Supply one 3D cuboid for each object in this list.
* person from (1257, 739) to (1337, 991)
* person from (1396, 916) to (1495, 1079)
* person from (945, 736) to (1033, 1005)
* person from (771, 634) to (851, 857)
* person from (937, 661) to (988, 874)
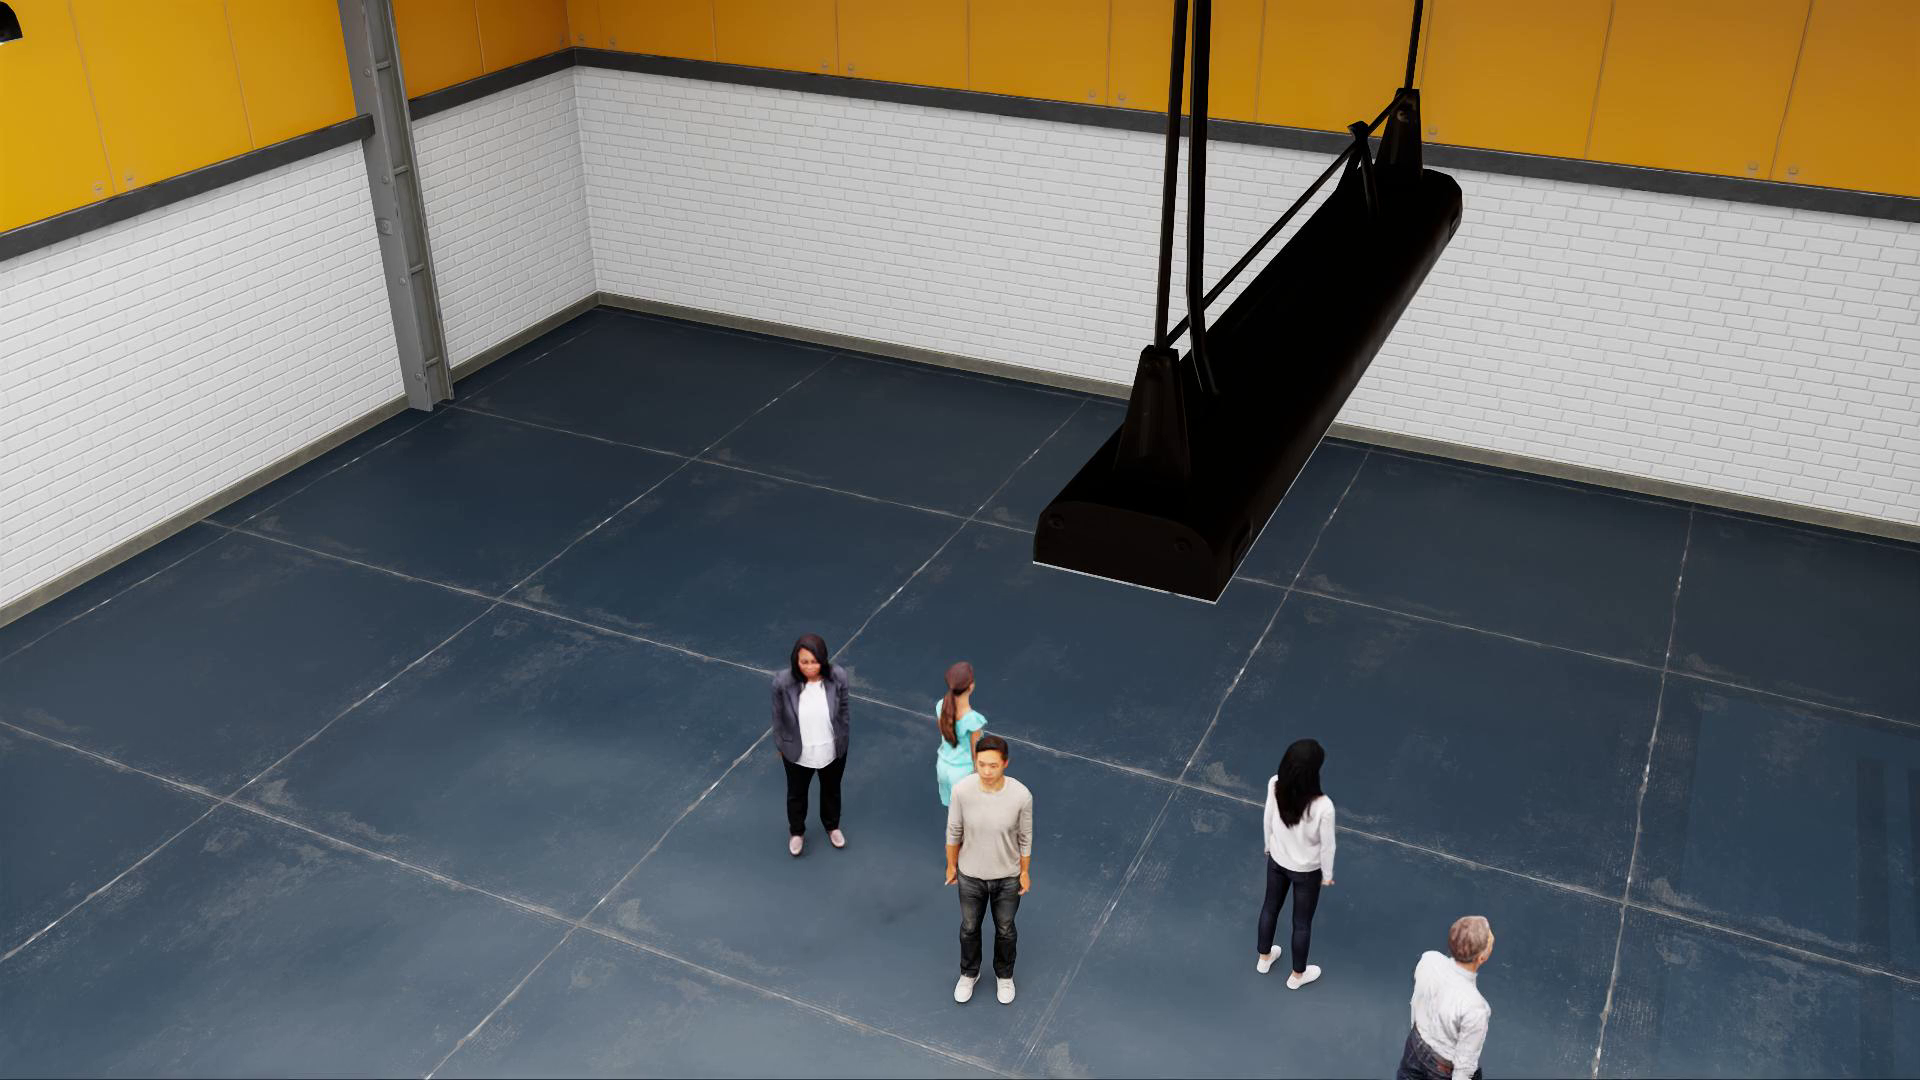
[{"bbox_3d":[1.946,1.871,9.694,0.682,1.700,0.661,25,37,38],"label":"person"},{"bbox_3d":[2.317,2.606,8.259,1.253,1.784,1.118,-14,32,-24],"label":"person"},{"bbox_3d":[0.170,1.876,9.568,0.715,1.812,0.674,2,29,4],"label":"person"},{"bbox_3d":[-0.947,1.321,10.811,0.801,1.597,0.850,-7,29,-13],"label":"person"},{"bbox_3d":[-0.044,1.493,10.543,0.610,1.551,0.648,23,36,35],"label":"person"}]
